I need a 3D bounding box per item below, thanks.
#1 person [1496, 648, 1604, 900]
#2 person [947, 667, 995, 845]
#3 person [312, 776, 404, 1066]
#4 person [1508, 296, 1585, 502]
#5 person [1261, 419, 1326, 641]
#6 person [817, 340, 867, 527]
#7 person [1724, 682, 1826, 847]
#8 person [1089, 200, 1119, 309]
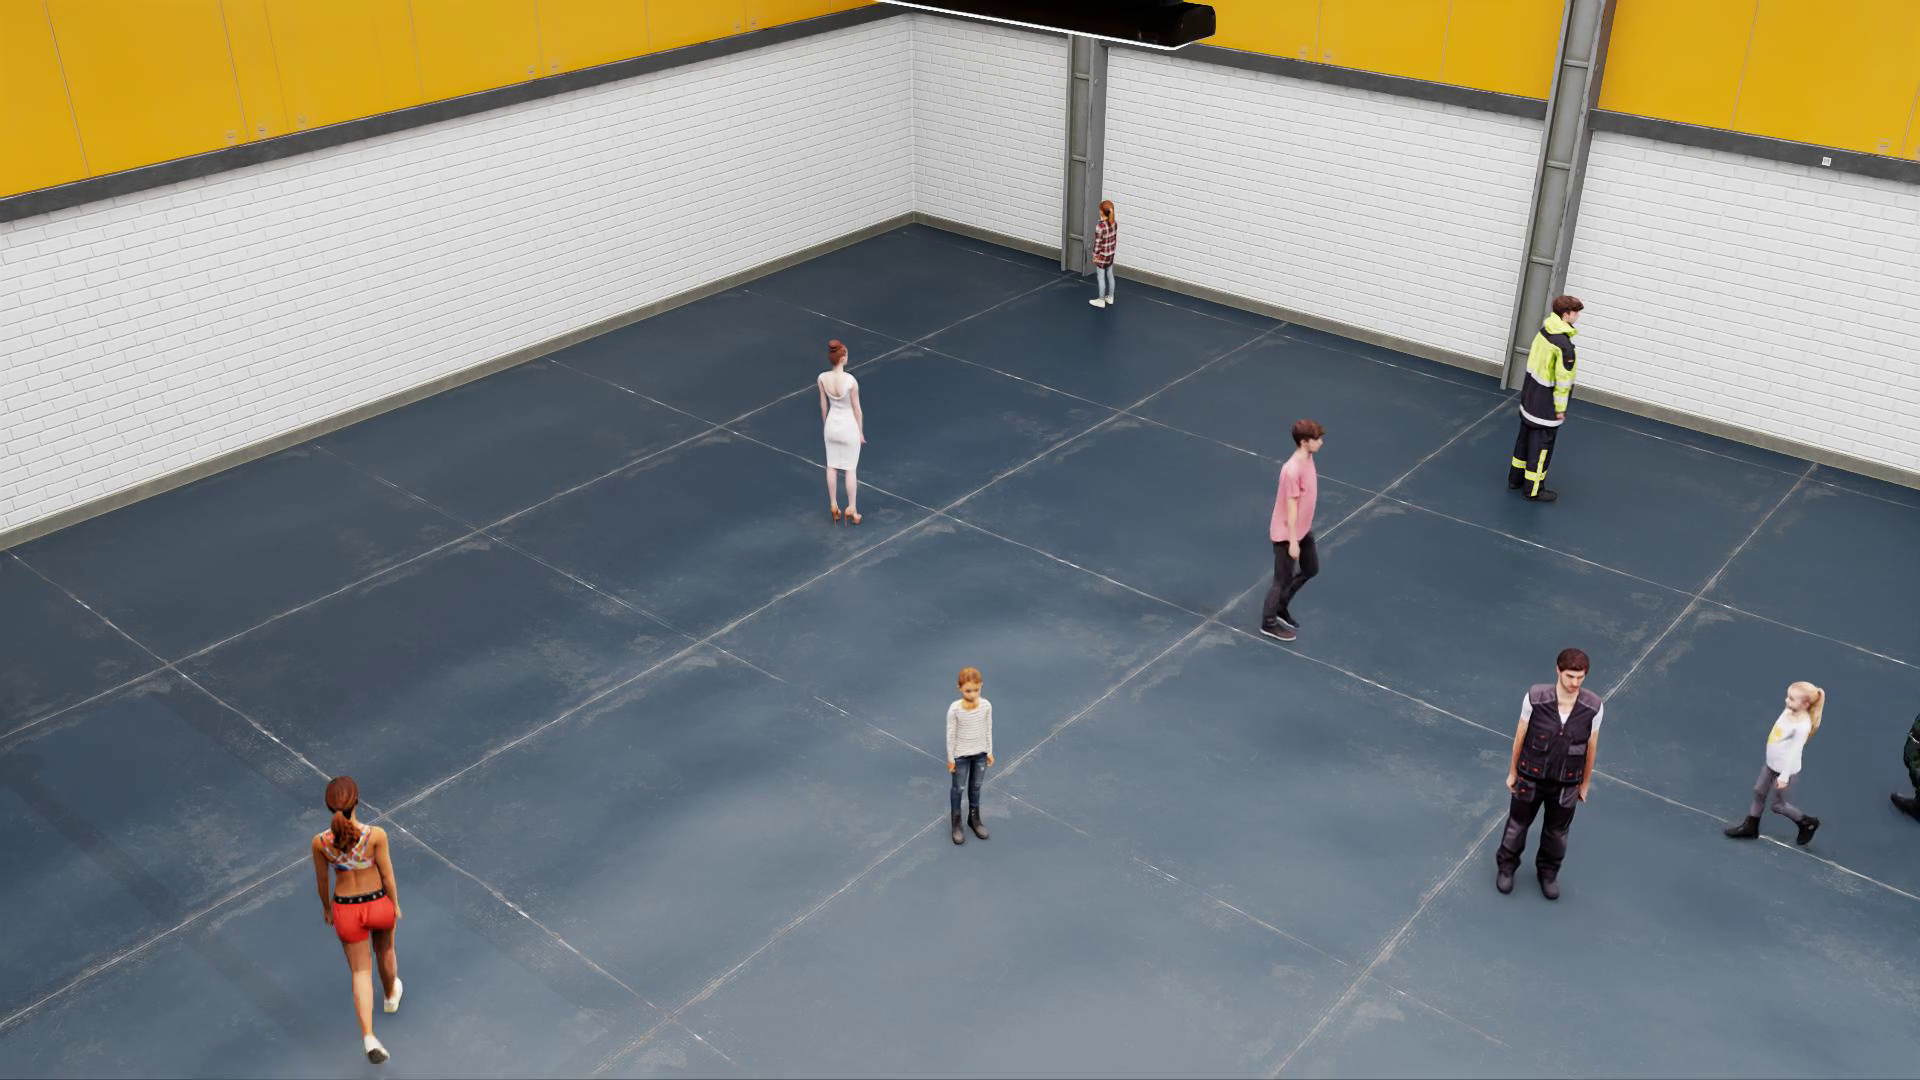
[{"bbox_3d":[3.724,1.470,10.514,0.685,1.843,0.803,7,29,13],"label":"person"},{"bbox_3d":[0.059,1.426,11.145,0.561,1.316,0.607,-10,30,-17],"label":"person"},{"bbox_3d":[-3.361,2.151,9.347,0.984,1.766,1.126,-6,29,-11],"label":"person"},{"bbox_3d":[5.466,-1.342,15.530,0.921,1.977,0.844,-4,29,-7],"label":"person"},{"bbox_3d":[2.558,-0.093,13.275,0.709,1.942,0.728,13,31,22],"label":"person"},{"bbox_3d":[-1.079,-0.964,15.020,0.493,1.801,0.671,13,31,22],"label":"person"},{"bbox_3d":[5.525,1.507,11.047,0.854,1.268,0.748,2,29,4],"label":"person"},{"bbox_3d":[1.759,-3.472,20.136,0.553,1.305,0.538,-24,37,-37],"label":"person"}]
